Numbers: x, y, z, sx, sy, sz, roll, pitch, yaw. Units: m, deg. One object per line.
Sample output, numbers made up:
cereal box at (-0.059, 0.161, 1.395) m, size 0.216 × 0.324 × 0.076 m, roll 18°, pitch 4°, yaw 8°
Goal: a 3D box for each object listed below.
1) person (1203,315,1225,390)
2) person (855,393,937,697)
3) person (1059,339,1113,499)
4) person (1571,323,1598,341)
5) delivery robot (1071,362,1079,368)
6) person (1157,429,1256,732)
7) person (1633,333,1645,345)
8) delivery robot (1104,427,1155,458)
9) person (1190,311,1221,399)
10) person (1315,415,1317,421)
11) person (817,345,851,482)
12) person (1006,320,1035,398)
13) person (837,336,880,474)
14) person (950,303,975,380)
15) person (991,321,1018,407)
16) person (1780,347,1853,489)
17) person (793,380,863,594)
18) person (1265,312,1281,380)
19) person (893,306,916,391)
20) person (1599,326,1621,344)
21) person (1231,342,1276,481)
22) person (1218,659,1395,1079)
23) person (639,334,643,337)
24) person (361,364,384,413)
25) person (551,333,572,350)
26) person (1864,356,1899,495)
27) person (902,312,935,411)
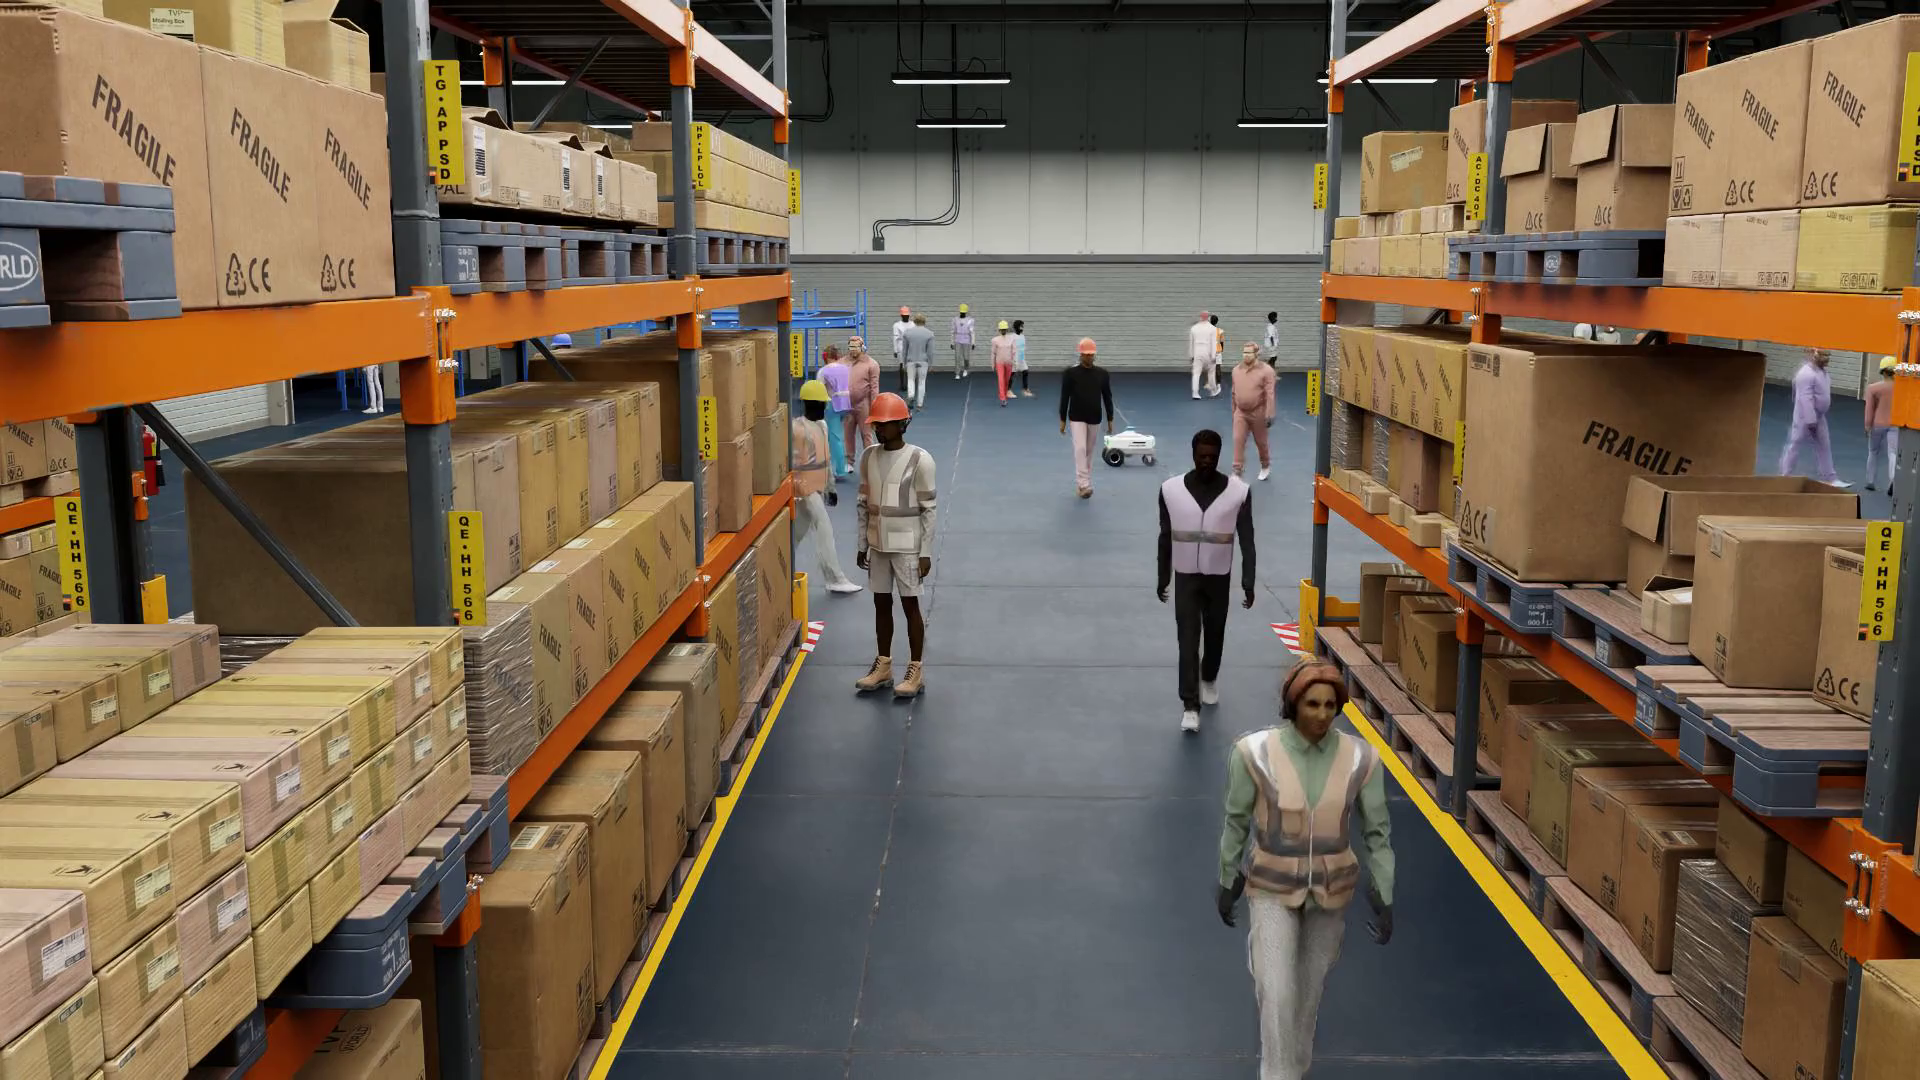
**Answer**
person at (5.790, -4.294, 38.094) m, size 0.533 × 1.697 × 0.319 m, roll -1°, pitch 10°, yaw -8°
person at (-0.457, 0.032, 11.147) m, size 0.614 × 2.040 × 0.390 m, roll 7°, pitch 12°, yaw 34°
person at (1.591, -1.475, 20.429) m, size 0.647 × 1.950 × 0.962 m, roll -2°, pitch 10°, yaw -12°
person at (13.462, -4.059, 35.783) m, size 0.691 × 2.000 × 0.872 m, roll -8°, pitch 13°, yaw -41°
delivery robot at (2.783, -4.005, 39.622) m, size 0.477 × 0.478 × 0.707 m, roll 1°, pitch 10°, yaw 8°
person at (1.576, 0.203, 10.666) m, size 0.613 × 1.872 × 1.014 m, roll 1°, pitch 10°, yaw 8°
person at (12.221, -2.904, 29.957) m, size 0.497 × 1.633 × 0.283 m, roll -3°, pitch 10°, yaw -19°
delivery robot at (2.442, -1.391, 23.968) m, size 0.707 × 0.478 × 0.477 m, roll 0°, pitch 10°, yaw -1°
person at (5.233, -3.942, 35.497) m, size 0.664 × 1.855 × 1.026 m, roll 6°, pitch 11°, yaw 32°
person at (6.708, -2.897, 29.436) m, size 0.529 × 1.787 × 0.980 m, roll -5°, pitch 11°, yaw -26°
person at (-1.760, -1.689, 22.188) m, size 0.726 × 1.803 × 0.700 m, roll 6°, pitch 11°, yaw 30°
person at (1.281, -3.849, 35.522) m, size 0.745 × 1.670 × 0.546 m, roll 8°, pitch 12°, yaw 40°
person at (-1.424, -1.852, 22.883) m, size 0.636 × 1.899 × 0.401 m, roll 4°, pitch 10°, yaw 23°
person at (0.069, -4.957, 41.487) m, size 0.638 × 1.890 × 0.649 m, roll 1°, pitch 10°, yaw 7°
person at (0.897, -3.607, 33.893) m, size 0.523 × 1.726 × 0.898 m, roll -2°, pitch 10°, yaw -12°
person at (10.901, -1.544, 21.091) m, size 0.671 × 1.866 × 0.913 m, roll -8°, pitch 13°, yaw -41°
person at (-1.343, -0.485, 14.739) m, size 0.972 × 1.885 × 0.602 m, roll 3°, pitch 10°, yaw 19°
person at (7.749, -4.819, 41.252) m, size 0.474 × 1.691 × 0.549 m, roll 2°, pitch 10°, yaw 14°
person at (-1.207, -4.305, 37.491) m, size 0.578 × 1.909 × 0.719 m, roll -3°, pitch 10°, yaw -19°
person at (14.769, -4.197, 37.876) m, size 0.500 × 1.582 × 0.894 m, roll -1°, pitch 10°, yaw -7°
person at (3.883, -1.695, 22.012) m, size 0.653 × 1.868 × 0.945 m, roll 6°, pitch 11°, yaw 33°
person at (1.148, 1.201, 5.414) m, size 0.550 × 1.603 × 0.768 m, roll 0°, pitch 9°, yaw -3°
person at (-4.795, -2.208, 25.200) m, size 0.640 × 1.830 × 0.579 m, roll -3°, pitch 10°, yaw -20°
person at (-11.407, -3.393, 32.180) m, size 0.314 × 1.869 × 0.535 m, roll 3°, pitch 10°, yaw 15°
person at (-5.396, -1.870, 22.821) m, size 0.605 × 1.949 × 0.402 m, roll 9°, pitch 13°, yaw 43°
person at (11.697, -1.450, 20.974) m, size 0.525 × 1.736 × 0.835 m, roll 3°, pitch 10°, yaw 19°
person at (-0.817, -3.483, 32.550) m, size 0.659 × 1.925 × 0.465 m, roll 1°, pitch 10°, yaw 5°
